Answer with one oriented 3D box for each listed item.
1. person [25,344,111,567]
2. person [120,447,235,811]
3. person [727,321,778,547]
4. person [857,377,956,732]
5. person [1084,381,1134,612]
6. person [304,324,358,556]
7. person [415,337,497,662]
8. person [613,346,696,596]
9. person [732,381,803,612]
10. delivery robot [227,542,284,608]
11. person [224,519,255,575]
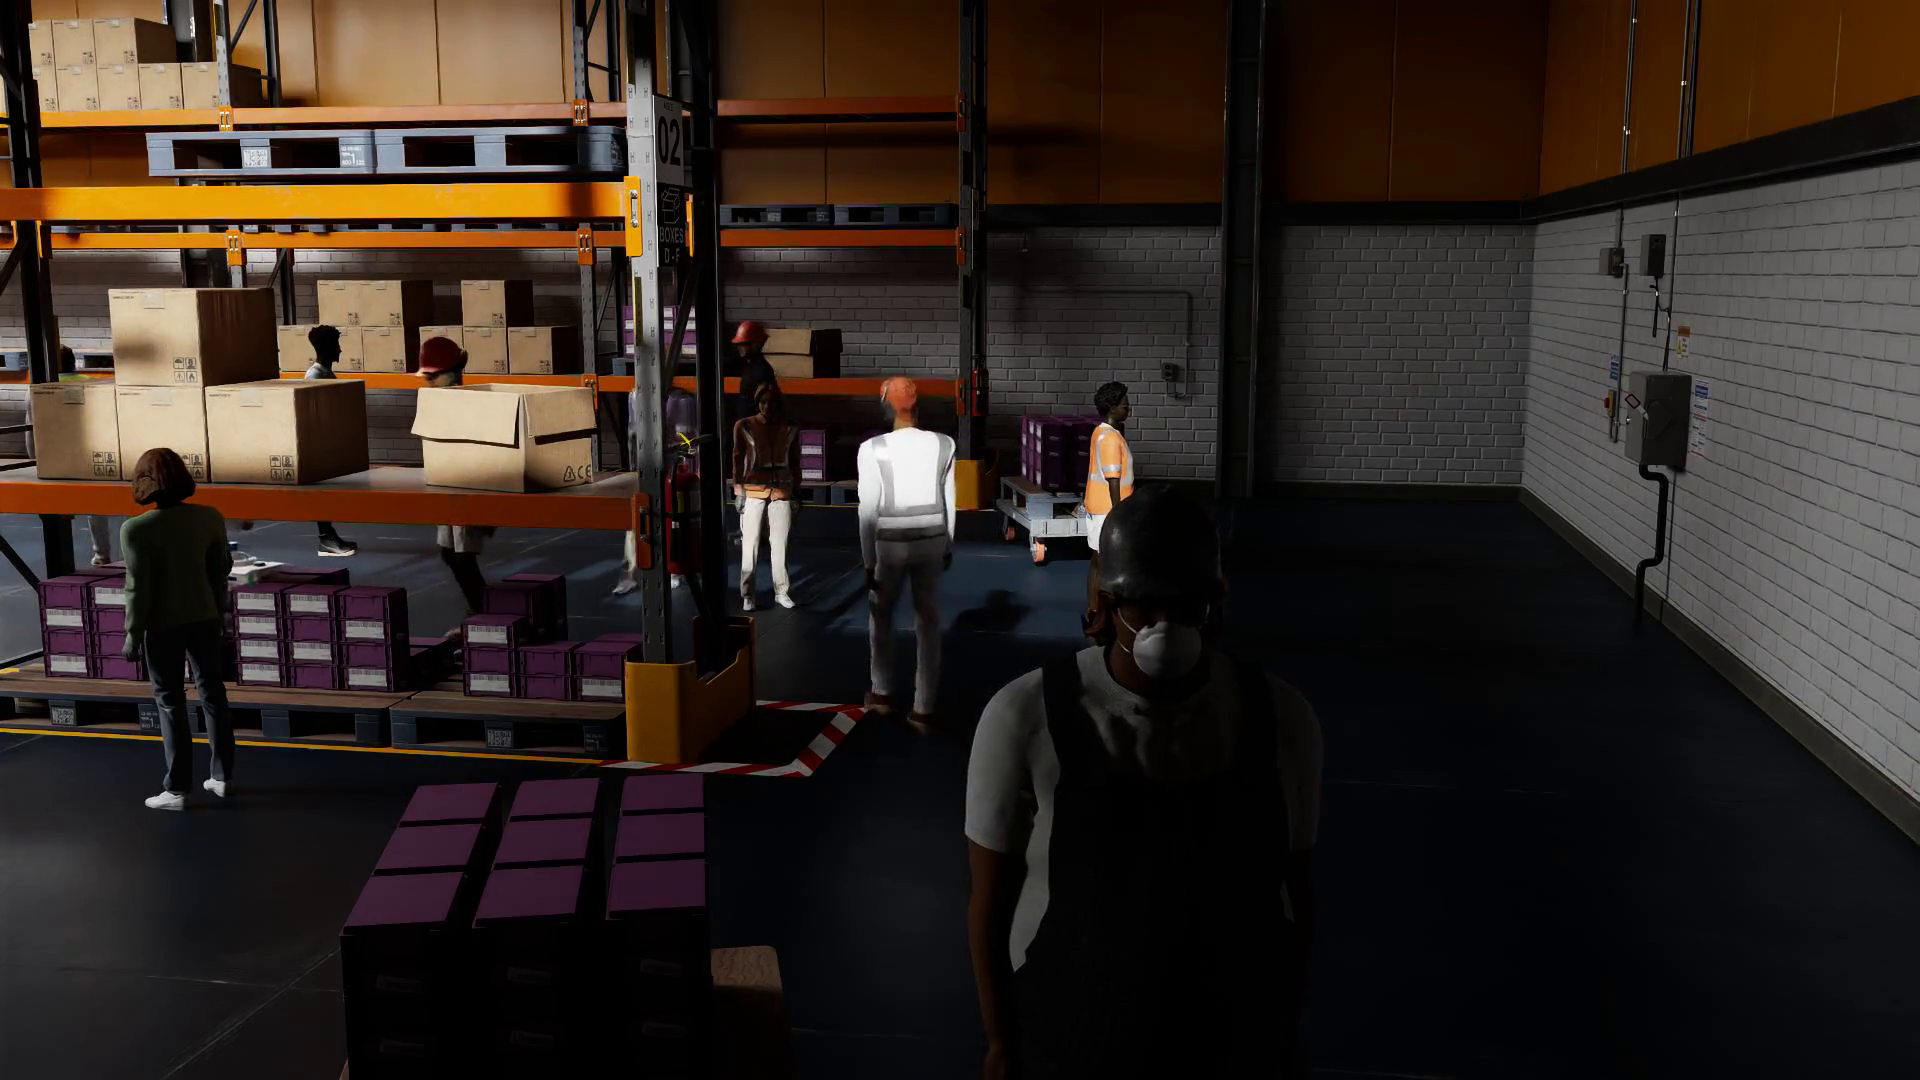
[{"bbox_3d":[-7.171,-0.657,13.418,0.626,1.835,0.430,-8,12,-40],"label":"person"},{"bbox_3d":[-3.516,0.398,7.478,0.282,1.633,0.498,5,11,31],"label":"person"},{"bbox_3d":[-1.818,-0.931,14.646,0.436,1.984,0.648,-3,10,-19],"label":"person"},{"bbox_3d":[-0.299,0.055,8.899,0.591,1.853,0.793,-3,10,-19],"label":"person"},{"bbox_3d":[0.984,-0.192,10.940,0.320,1.697,0.531,-1,9,-5],"label":"person"},{"bbox_3d":[-5.385,-0.849,14.183,0.368,1.966,0.603,-2,9,-14],"label":"person"},{"bbox_3d":[-3.102,-0.265,10.414,0.605,2.014,0.786,-9,13,-43],"label":"person"},{"bbox_3d":[-2.250,-0.499,12.307,0.619,1.870,0.713,4,10,21],"label":"person"},{"bbox_3d":[-1.374,-0.313,11.872,0.513,1.639,0.311,-4,10,-23],"label":"person"},{"bbox_3d":[-4.994,0.255,11.409,0.707,0.478,0.477,4,10,22],"label":"delivery robot"},{"bbox_3d":[-4.760,-0.223,10.516,0.650,1.888,0.559,1,9,3],"label":"person"}]
